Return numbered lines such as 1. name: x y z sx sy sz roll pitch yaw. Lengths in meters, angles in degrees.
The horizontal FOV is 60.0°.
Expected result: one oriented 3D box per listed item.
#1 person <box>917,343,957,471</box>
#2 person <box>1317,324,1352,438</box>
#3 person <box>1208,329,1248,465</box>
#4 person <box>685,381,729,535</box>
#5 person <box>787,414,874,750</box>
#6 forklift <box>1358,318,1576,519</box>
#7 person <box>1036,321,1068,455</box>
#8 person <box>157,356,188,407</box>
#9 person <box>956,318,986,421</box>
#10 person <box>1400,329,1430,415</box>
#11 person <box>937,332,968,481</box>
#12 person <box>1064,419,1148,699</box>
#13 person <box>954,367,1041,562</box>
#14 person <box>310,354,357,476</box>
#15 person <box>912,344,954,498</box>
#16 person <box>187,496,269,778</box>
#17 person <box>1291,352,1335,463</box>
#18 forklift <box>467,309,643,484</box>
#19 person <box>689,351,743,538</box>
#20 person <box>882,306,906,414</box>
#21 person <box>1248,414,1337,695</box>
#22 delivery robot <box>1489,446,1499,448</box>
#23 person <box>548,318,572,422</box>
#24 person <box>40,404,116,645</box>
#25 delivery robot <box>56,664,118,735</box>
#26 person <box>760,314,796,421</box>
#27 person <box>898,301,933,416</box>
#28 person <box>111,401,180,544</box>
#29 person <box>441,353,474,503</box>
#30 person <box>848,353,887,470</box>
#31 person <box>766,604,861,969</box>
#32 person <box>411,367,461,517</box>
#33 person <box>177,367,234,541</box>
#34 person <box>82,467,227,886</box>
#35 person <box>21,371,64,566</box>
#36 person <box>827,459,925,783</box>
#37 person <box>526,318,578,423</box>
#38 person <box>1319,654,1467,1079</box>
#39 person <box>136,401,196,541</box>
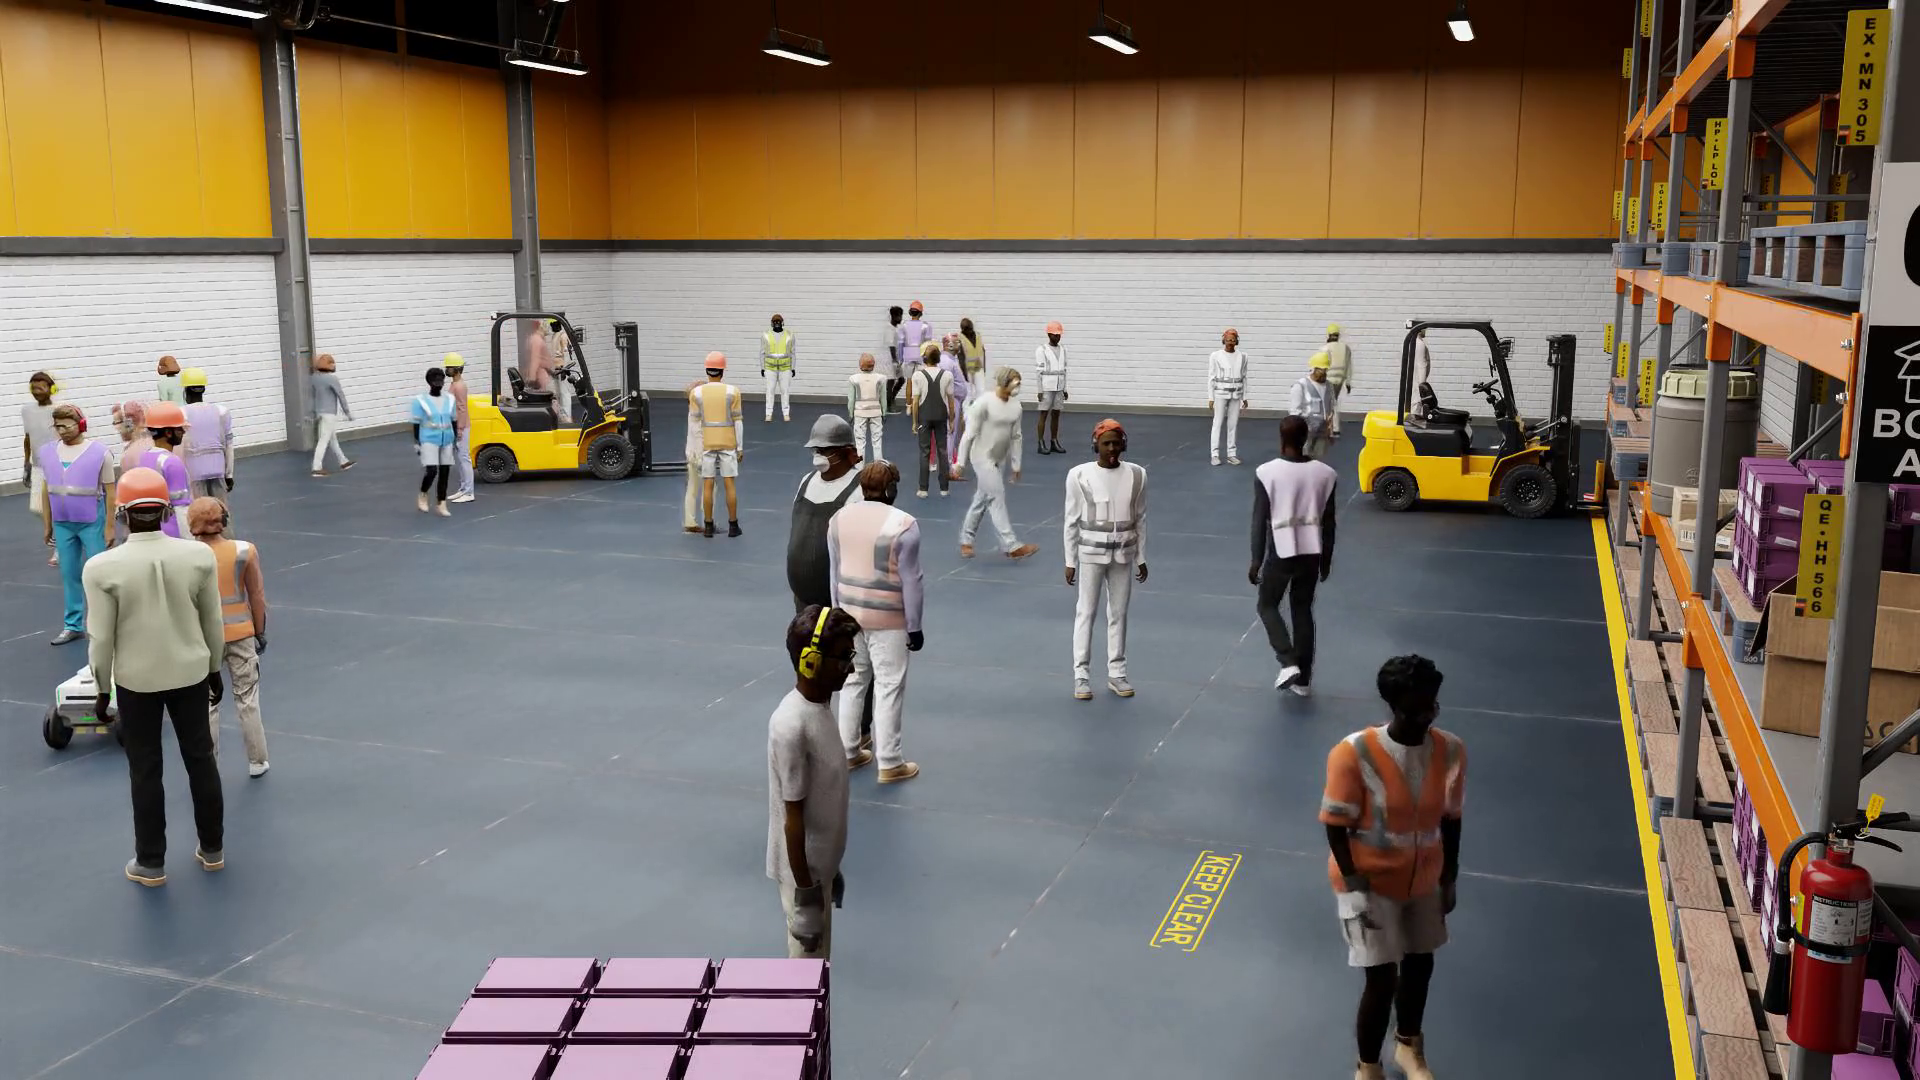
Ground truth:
1. person: -0.296 -1.778 22.358 0.617 1.719 0.370 4 11 20
2. person: 5.870 -2.533 26.452 0.623 1.767 0.975 -3 11 -17
3. person: 3.701 -1.971 22.964 0.582 1.881 0.338 -3 10 -15
4. person: -2.652 -0.857 17.453 0.597 1.612 0.536 -3 11 -18
5. person: -0.778 0.264 9.934 0.674 2.000 0.535 8 13 37
6. forklift: 5.787 -1.437 19.079 2.313 2.155 1.214 3 11 19
7. person: 1.356 -2.212 24.167 0.547 1.939 0.376 -7 12 -33
8. person: -10.000 -1.522 21.141 0.282 1.633 0.500 2 10 11
9. person: 0.211 -2.890 28.424 0.704 1.794 0.634 -6 12 -30
10. person: 6.945 -2.402 25.322 0.407 1.910 0.639 -2 10 -12
11. person: -0.106 -1.727 21.510 0.409 1.913 0.645 0 10 -1
12. person: 0.979 0.126 11.150 0.583 1.882 0.337 -3 10 -14
13. person: 0.336 -0.720 15.964 0.999 1.865 0.696 8 13 39
14. person: -8.314 -1.656 22.022 0.518 1.591 0.856 6 12 32
15. person: -0.325 -1.422 19.981 0.513 1.844 0.336 -2 10 -9
16. person: -4.176 0.564 9.378 0.513 1.639 0.311 -5 11 -26
17. person: 4.052 -1.250 19.085 0.604 1.823 0.403 -5 11 -26
18. forklift: -5.354 -1.902 21.697 2.313 2.155 1.214 -2 10 -13
19. person: -2.519 -0.988 17.267 0.543 1.940 0.361 -1 10 -3
20. person: -1.180 -3.219 29.825 0.443 1.946 0.614 2 10 8
21. person: 2.232 0.111 11.205 0.660 1.895 0.450 -3 11 -17
22. delivery robot: 7.220 -1.128 21.689 0.707 0.478 0.477 -8 13 -38
23. person: -6.773 -2.908 28.112 0.360 1.929 0.587 -7 12 -33
24. person: -6.681 -0.117 12.644 0.564 1.839 0.390 0 10 3
25. delivery robot: -5.244 0.902 10.237 0.477 0.478 0.707 0 9 -3
26. person: -3.136 -2.961 28.653 0.621 1.845 0.429 -1 10 -7
27. person: -0.785 -3.233 29.620 0.615 2.041 0.385 1 10 6
28. person: -6.137 -0.115 12.567 0.694 1.864 0.689 -1 10 -6
29. person: -5.933 -1.323 19.643 0.309 1.769 0.525 -5 11 -24
30. person: -1.194 -1.591 21.509 0.515 1.641 0.309 -2 10 -11
31. person: -0.474 1.130 5.556 0.328 1.865 0.521 0 10 2
32. person: -5.828 -1.087 18.536 0.532 1.686 0.375 -10 14 -43
33. person: -6.906 -0.606 15.152 0.367 1.927 0.584 8 13 39
34. person: -3.808 0.646 7.914 0.608 1.995 0.377 -9 14 -42
35. person: -8.647 -0.694 15.857 0.540 1.853 0.489 1 10 4
36. person: -0.469 0.453 9.495 0.639 1.833 0.431 8 13 39
37. person: -6.870 -2.712 27.244 1.028 1.849 0.638 -4 11 -21
38. person: 1.493 1.191 5.775 0.574 1.658 0.461 -3 11 -18
39. person: -5.570 -0.014 11.789 0.544 1.939 0.354 8 13 37
